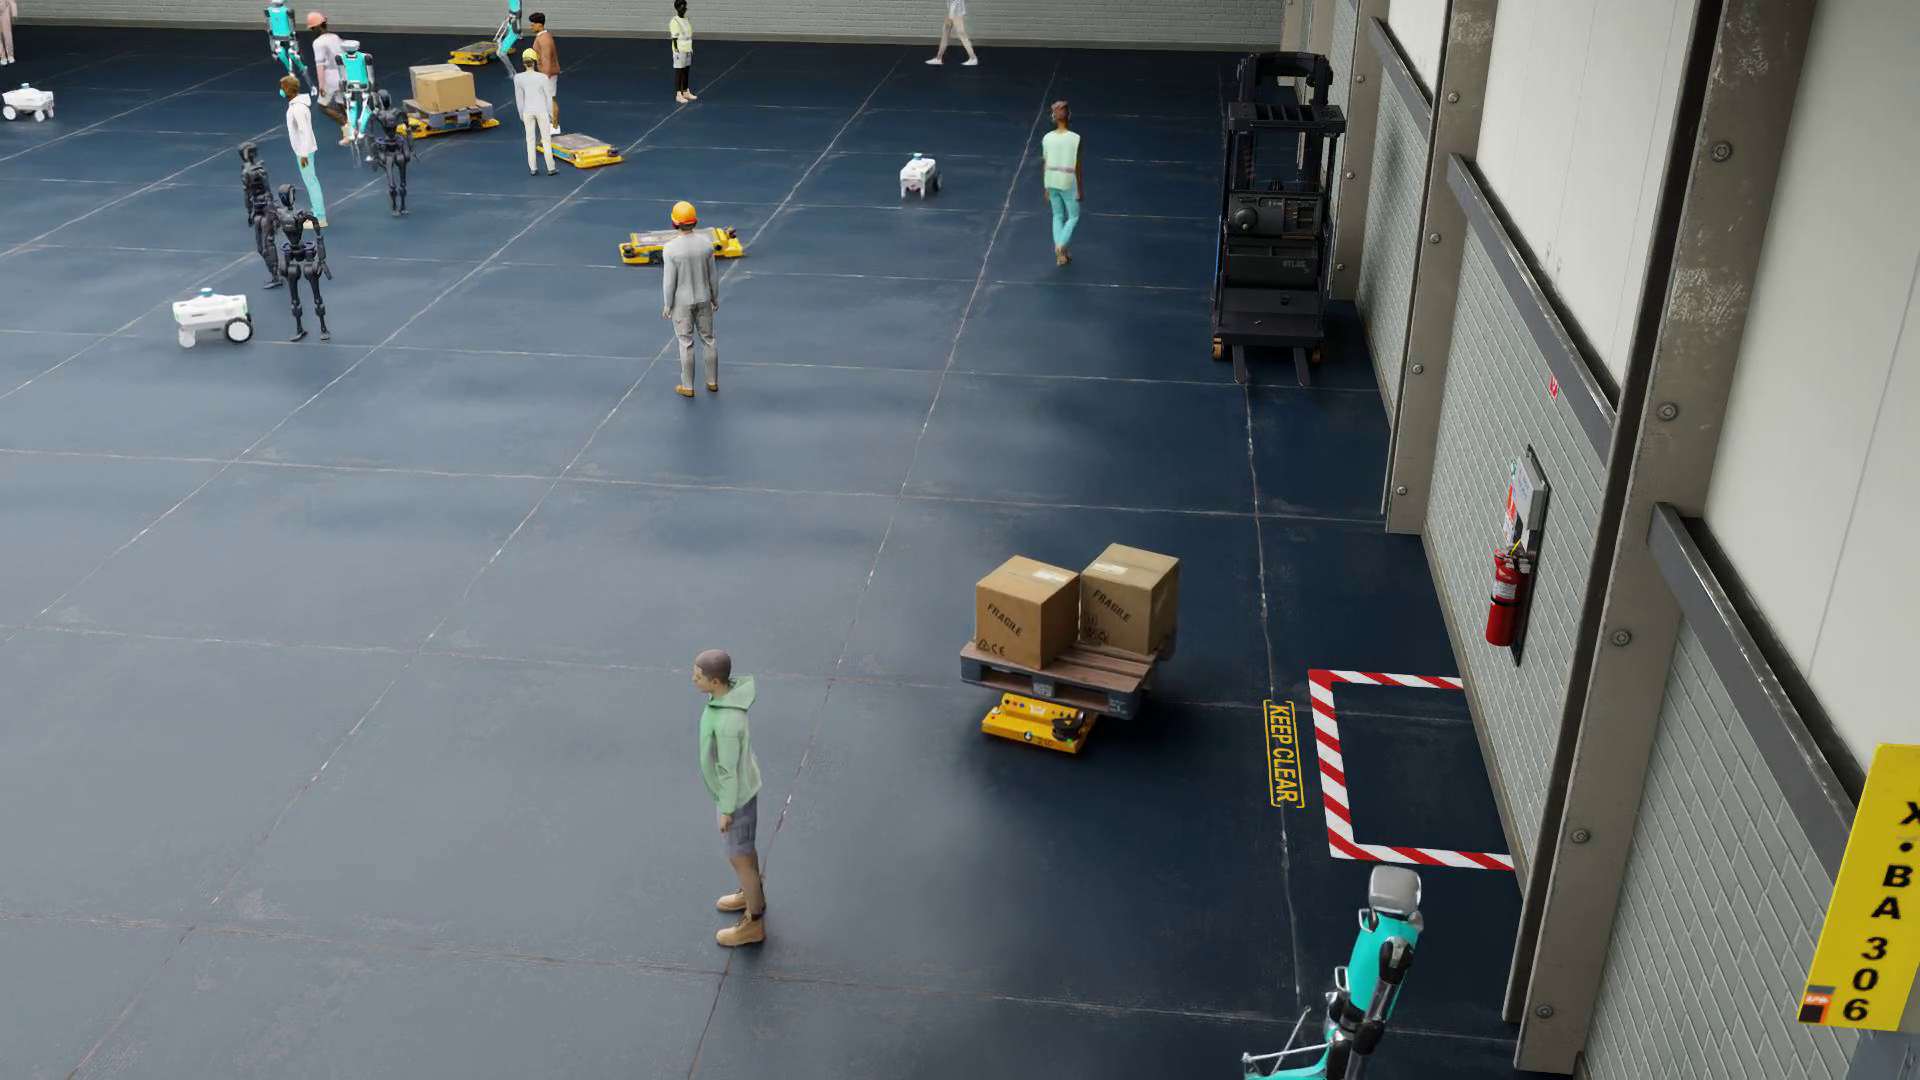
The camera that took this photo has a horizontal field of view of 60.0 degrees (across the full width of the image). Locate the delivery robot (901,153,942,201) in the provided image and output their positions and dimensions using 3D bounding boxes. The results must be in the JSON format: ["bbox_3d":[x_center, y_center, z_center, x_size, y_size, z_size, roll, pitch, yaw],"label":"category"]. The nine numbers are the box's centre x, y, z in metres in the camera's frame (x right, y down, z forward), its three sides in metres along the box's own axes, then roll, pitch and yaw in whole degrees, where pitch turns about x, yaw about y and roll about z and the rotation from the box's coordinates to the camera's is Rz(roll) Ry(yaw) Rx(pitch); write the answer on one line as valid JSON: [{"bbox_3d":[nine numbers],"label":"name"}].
[{"bbox_3d":[-0.567,-5.000,22.780,0.499,0.575,0.754,6,27,12],"label":"delivery robot"}]

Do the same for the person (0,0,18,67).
[{"bbox_3d":[-17.817,-9.728,30.787,0.668,1.854,0.973,-16,31,-29],"label":"person"}]

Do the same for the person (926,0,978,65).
[{"bbox_3d":[-0.117,-9.733,30.834,0.970,1.824,0.518,-2,27,-4],"label":"person"}]

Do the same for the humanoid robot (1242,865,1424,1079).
[{"bbox_3d":[1.554,2.157,7.182,0.986,1.727,0.574,3,27,7],"label":"humanoid robot"}]

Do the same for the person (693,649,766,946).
[{"bbox_3d":[-1.207,1.345,8.825,0.315,1.734,0.476,-5,27,-9],"label":"person"}]

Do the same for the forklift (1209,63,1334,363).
[{"bbox_3d":[3.241,-3.477,17.183,1.129,2.768,1.873,3,27,6],"label":"forklift"}]

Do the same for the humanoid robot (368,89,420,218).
[{"bbox_3d":[-7.364,-5.038,21.628,0.608,1.647,0.433,-19,32,-32],"label":"humanoid robot"}]

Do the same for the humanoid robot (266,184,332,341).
[{"bbox_3d":[-6.870,-2.894,17.328,0.599,1.657,0.315,-2,27,-5],"label":"humanoid robot"}]

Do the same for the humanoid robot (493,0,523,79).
[{"bbox_3d":[-8.096,-9.141,29.729,0.702,1.776,0.530,-15,30,-27],"label":"humanoid robot"}]

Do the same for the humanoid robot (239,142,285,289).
[{"bbox_3d":[-7.985,-3.720,18.992,0.616,1.651,0.341,21,34,36],"label":"humanoid robot"}]

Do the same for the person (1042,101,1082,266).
[{"bbox_3d":[1.190,-4.156,19.550,0.518,1.956,0.586,11,29,21],"label":"person"}]

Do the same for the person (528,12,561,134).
[{"bbox_3d":[-6.421,-7.267,25.888,0.412,1.846,0.790,-8,28,-15],"label":"person"}]

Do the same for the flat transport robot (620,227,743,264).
[{"bbox_3d":[-3.416,-3.596,20.317,1.431,0.231,0.659,-6,27,-13],"label":"flat transport robot"}]

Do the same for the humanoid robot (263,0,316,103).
[{"bbox_3d":[-11.269,-8.323,28.170,0.560,1.817,0.891,3,27,7],"label":"humanoid robot"}]

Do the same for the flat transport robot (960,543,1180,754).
[{"bbox_3d":[0.723,0.946,11.250,0.659,0.231,1.431,11,29,21],"label":"flat transport robot"}]

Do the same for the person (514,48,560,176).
[{"bbox_3d":[-5.999,-6.048,23.544,0.522,1.765,0.318,2,27,3],"label":"person"}]

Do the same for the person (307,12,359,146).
[{"bbox_3d":[-9.420,-6.875,24.920,0.495,2.011,0.688,6,27,12],"label":"person"}]

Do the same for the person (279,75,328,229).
[{"bbox_3d":[-8.350,-4.939,21.161,0.372,1.915,0.498,-11,29,-21],"label":"person"}]

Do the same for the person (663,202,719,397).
[{"bbox_3d":[-2.568,-2.299,15.913,0.563,1.898,0.353,-15,30,-28],"label":"person"}]

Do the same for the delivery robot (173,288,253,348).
[{"bbox_3d":[-7.858,-2.351,17.531,0.812,0.611,0.499,-11,29,-21],"label":"delivery robot"}]

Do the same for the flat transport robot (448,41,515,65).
[{"bbox_3d":[-9.087,-9.249,31.603,0.659,0.231,1.431,6,27,12],"label":"flat transport robot"}]

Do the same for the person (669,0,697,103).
[{"bbox_3d":[-4.662,-8.244,27.996,0.317,1.698,0.539,10,28,19],"label":"person"}]

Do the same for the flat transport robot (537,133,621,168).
[{"bbox_3d":[-5.663,-5.787,24.691,0.659,0.231,1.431,-20,33,-34],"label":"flat transport robot"}]

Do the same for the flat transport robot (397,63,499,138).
[{"bbox_3d":[-8.096,-6.601,26.317,1.431,0.231,0.659,-19,33,-34],"label":"flat transport robot"}]

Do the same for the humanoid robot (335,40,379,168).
[{"bbox_3d":[-8.690,-6.190,23.924,0.532,1.857,0.724,0,27,1],"label":"humanoid robot"}]

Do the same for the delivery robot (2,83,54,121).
[{"bbox_3d":[-15.118,-7.102,26.981,0.752,0.580,0.514,3,27,5],"label":"delivery robot"}]
